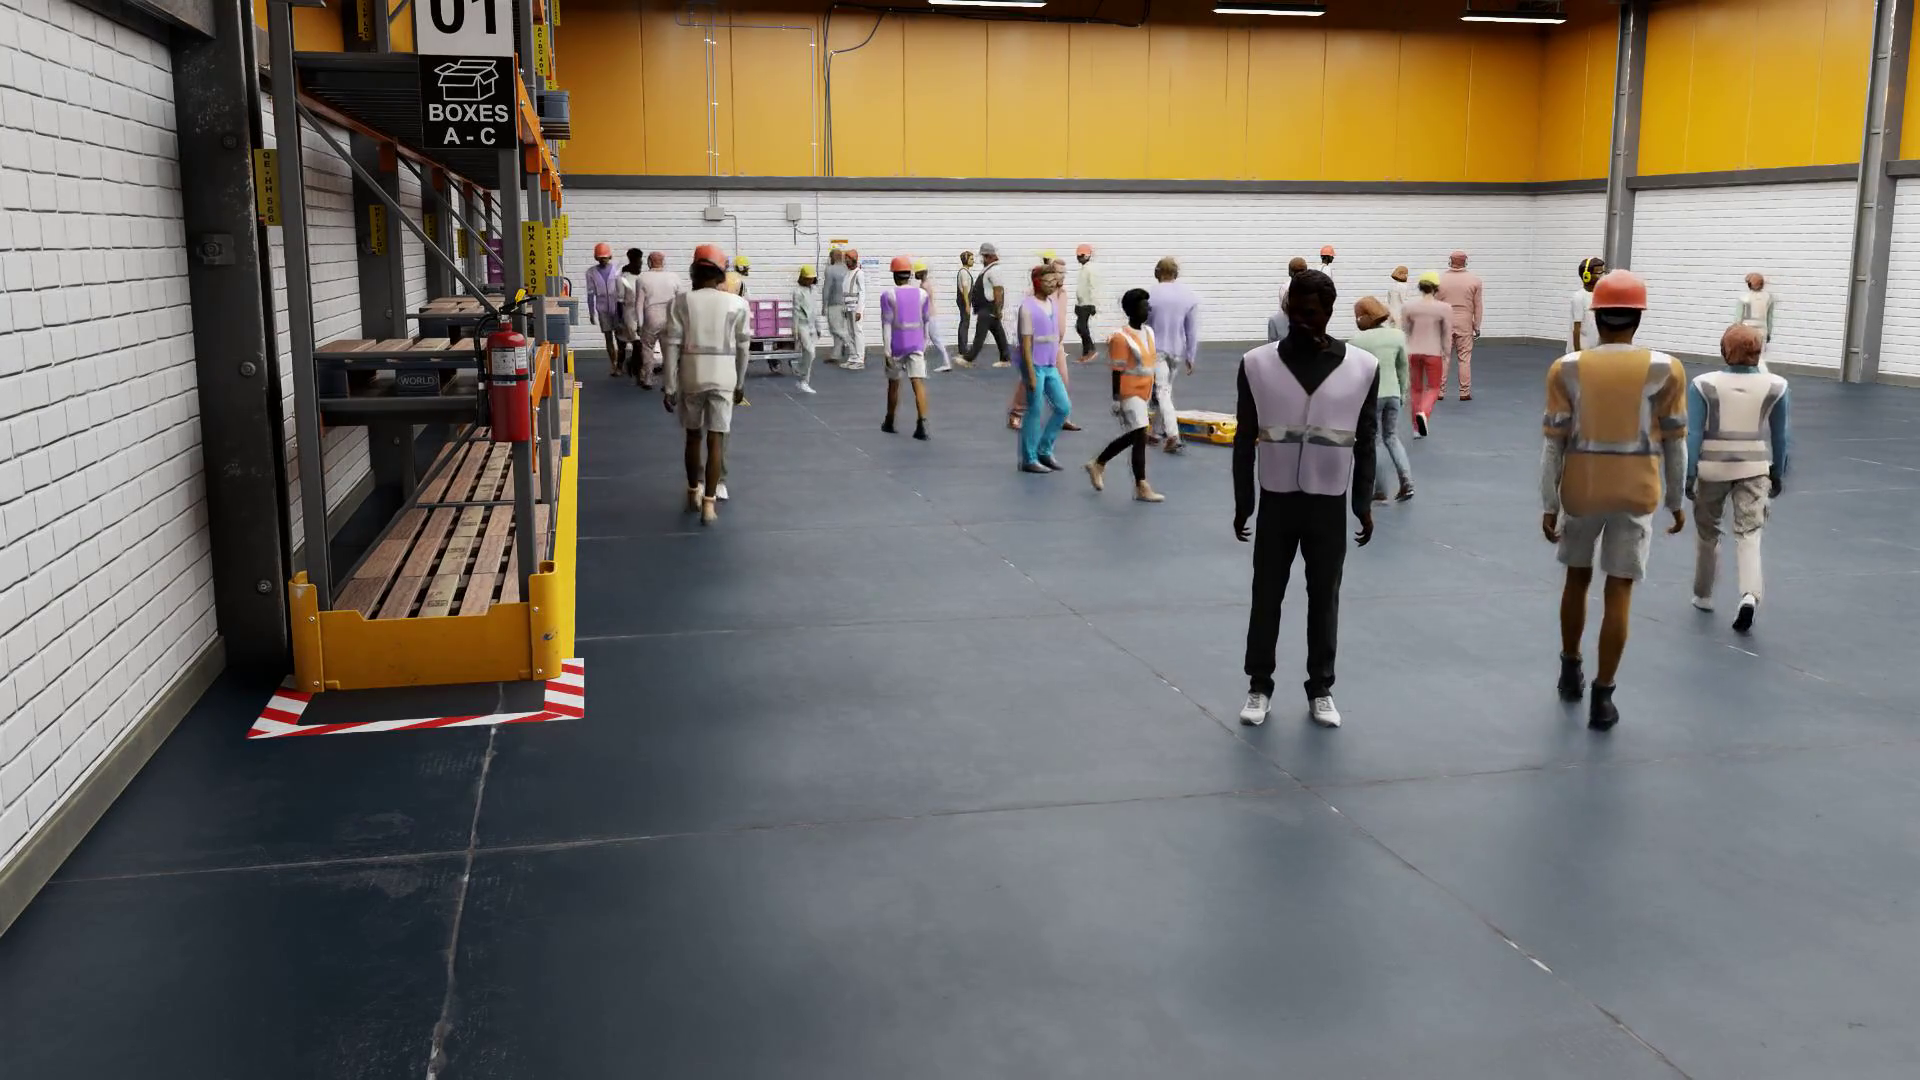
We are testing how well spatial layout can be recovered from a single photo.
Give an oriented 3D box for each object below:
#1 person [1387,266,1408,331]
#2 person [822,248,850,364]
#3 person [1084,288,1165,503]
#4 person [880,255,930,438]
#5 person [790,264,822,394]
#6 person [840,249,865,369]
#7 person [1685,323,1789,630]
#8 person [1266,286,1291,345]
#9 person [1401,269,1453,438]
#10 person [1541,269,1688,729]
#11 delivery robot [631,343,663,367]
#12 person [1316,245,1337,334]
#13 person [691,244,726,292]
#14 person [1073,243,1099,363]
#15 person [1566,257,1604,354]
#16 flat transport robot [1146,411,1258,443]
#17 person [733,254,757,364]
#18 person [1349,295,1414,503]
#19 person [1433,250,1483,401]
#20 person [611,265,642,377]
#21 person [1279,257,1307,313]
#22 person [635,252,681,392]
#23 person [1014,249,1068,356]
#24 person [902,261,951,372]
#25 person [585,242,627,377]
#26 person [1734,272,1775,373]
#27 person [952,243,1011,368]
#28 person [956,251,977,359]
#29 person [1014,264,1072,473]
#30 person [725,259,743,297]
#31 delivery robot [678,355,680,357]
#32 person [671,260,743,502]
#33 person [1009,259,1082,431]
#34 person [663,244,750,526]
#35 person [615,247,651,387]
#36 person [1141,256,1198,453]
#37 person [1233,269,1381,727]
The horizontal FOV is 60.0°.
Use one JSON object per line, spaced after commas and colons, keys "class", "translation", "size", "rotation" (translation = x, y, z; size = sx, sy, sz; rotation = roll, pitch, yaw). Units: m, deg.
{"class": "person", "translation": [6.895, -3.489, 26.163], "size": [0.278, 1.633, 0.498], "rotation": [-3, 11, -17]}
{"class": "person", "translation": [-1.913, -3.811, 27.210], "size": [0.750, 1.907, 0.689], "rotation": [8, 13, 36]}
{"class": "person", "translation": [1.297, -1.151, 13.095], "size": [0.743, 1.673, 0.530], "rotation": [7, 12, 33]}
{"class": "person", "translation": [-0.564, -2.003, 17.259], "size": [0.550, 1.891, 1.011], "rotation": [-3, 11, -18]}
{"class": "person", "translation": [-2.010, -2.781, 21.984], "size": [0.419, 1.714, 0.510], "rotation": [6, 12, 30]}
{"class": "person", "translation": [-1.690, -3.650, 26.367], "size": [0.356, 1.884, 0.572], "rotation": [-5, 11, -25]}
{"class": "person", "translation": [4.123, -0.347, 8.837], "size": [0.526, 1.605, 0.805], "rotation": [3, 11, 14]}
{"class": "person", "translation": [3.078, -1.554, 15.461], "size": [0.525, 1.616, 0.395], "rotation": [5, 11, 24]}
{"class": "person", "translation": [4.717, -1.877, 16.923], "size": [0.523, 1.751, 0.562], "rotation": [6, 12, 28]}
{"class": "person", "translation": [2.808, -0.190, 7.146], "size": [0.572, 1.905, 0.834], "rotation": [6, 12, 28]}
{"class": "delivery robot", "translation": [-4.634, -2.821, 25.193], "size": [0.477, 0.478, 0.707], "rotation": [8, 13, 38]}
{"class": "person", "translation": [6.582, -4.331, 29.988], "size": [0.361, 1.938, 0.545], "rotation": [-2, 10, -10]}
{"class": "person", "translation": [-3.299, -2.875, 21.793], "size": [0.435, 1.975, 0.634], "rotation": [8, 13, 39]}
{"class": "person", "translation": [2.055, -3.913, 27.558], "size": [0.447, 1.973, 0.644], "rotation": [-3, 11, -14]}
{"class": "person", "translation": [5.926, -1.730, 15.774], "size": [0.326, 1.869, 0.519], "rotation": [6, 12, 32]}
{"class": "flat transport robot", "translation": [2.533, -1.186, 17.183], "size": [0.652, 0.197, 1.431], "rotation": [-6, 12, -31]}
{"class": "person", "translation": [-3.685, -3.751, 27.150], "size": [0.629, 1.807, 0.632], "rotation": [-1, 10, -5]}
{"class": "person", "translation": [3.240, -1.073, 12.863], "size": [0.544, 1.609, 0.438], "rotation": [-4, 11, -21]}
{"class": "person", "translation": [6.308, -2.725, 21.163], "size": [0.651, 1.913, 0.409], "rotation": [4, 11, 19]}
{"class": "person", "translation": [-4.904, -3.244, 24.705], "size": [0.552, 1.668, 0.688], "rotation": [-8, 13, -39]}
{"class": "person", "translation": [3.891, -2.336, 19.216], "size": [0.624, 1.841, 0.430], "rotation": [-6, 12, -31]}
{"class": "person", "translation": [-4.120, -2.949, 22.502], "size": [0.673, 1.867, 0.941], "rotation": [-5, 11, -26]}
{"class": "person", "translation": [1.409, -4.126, 29.003], "size": [0.913, 1.888, 0.577], "rotation": [-1, 10, -7]}
{"class": "person", "translation": [-0.577, -3.439, 25.672], "size": [0.946, 1.701, 0.535], "rotation": [-1, 10, -4]}
{"class": "person", "translation": [-5.235, -3.427, 24.804], "size": [0.660, 1.999, 0.493], "rotation": [-1, 10, -3]}
{"class": "person", "translation": [10.370, -2.677, 21.699], "size": [0.525, 1.617, 0.553], "rotation": [0, 10, 0]}
{"class": "person", "translation": [0.373, -3.754, 26.507], "size": [1.014, 2.000, 0.693], "rotation": [-1, 10, -4]}
{"class": "person", "translation": [0.109, -4.017, 28.505], "size": [0.346, 1.847, 0.505], "rotation": [-1, 10, -5]}
{"class": "person", "translation": [0.731, -1.485, 14.515], "size": [0.512, 1.826, 0.605], "rotation": [6, 12, 31]}
{"class": "person", "translation": [-3.318, -3.049, 23.160], "size": [0.630, 1.840, 0.429], "rotation": [-8, 13, -36]}
{"class": "delivery robot", "translation": [-4.144, -2.918, 25.734], "size": [0.477, 0.478, 0.707], "rotation": [5, 11, 28]}
{"class": "person", "translation": [-1.984, -1.238, 12.932], "size": [0.606, 1.902, 0.709], "rotation": [-1, 10, -7]}
{"class": "person", "translation": [0.861, -2.088, 17.858], "size": [0.844, 1.849, 0.662], "rotation": [9, 14, 41]}
{"class": "person", "translation": [-1.838, -1.147, 12.176], "size": [0.612, 1.990, 0.993], "rotation": [-1, 10, -4]}
{"class": "person", "translation": [-4.555, -3.117, 23.284], "size": [0.639, 1.936, 0.782], "rotation": [-9, 14, -42]}
{"class": "person", "translation": [1.998, -1.793, 16.095], "size": [0.628, 1.901, 1.024], "rotation": [-3, 11, -18]}
{"class": "person", "translation": [1.444, -0.169, 6.995], "size": [0.590, 1.914, 0.386], "rotation": [2, 10, 9]}
